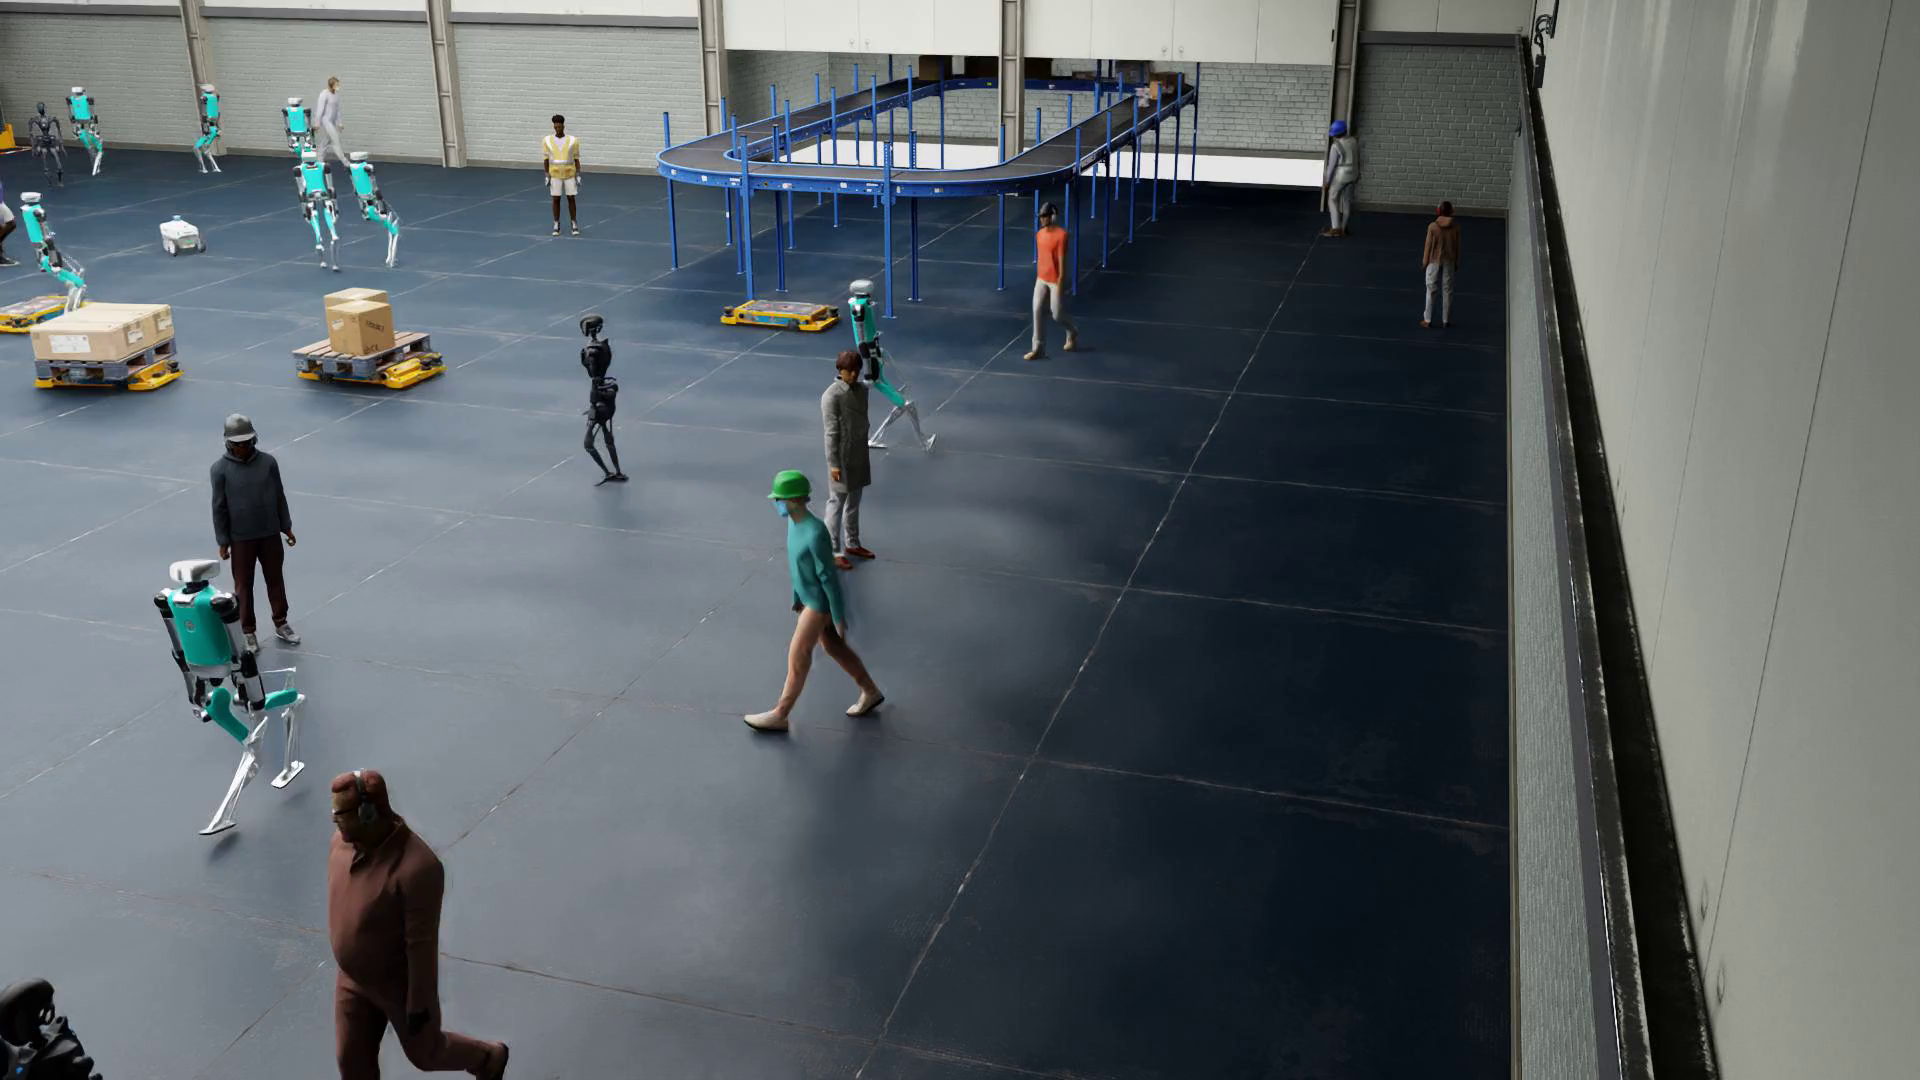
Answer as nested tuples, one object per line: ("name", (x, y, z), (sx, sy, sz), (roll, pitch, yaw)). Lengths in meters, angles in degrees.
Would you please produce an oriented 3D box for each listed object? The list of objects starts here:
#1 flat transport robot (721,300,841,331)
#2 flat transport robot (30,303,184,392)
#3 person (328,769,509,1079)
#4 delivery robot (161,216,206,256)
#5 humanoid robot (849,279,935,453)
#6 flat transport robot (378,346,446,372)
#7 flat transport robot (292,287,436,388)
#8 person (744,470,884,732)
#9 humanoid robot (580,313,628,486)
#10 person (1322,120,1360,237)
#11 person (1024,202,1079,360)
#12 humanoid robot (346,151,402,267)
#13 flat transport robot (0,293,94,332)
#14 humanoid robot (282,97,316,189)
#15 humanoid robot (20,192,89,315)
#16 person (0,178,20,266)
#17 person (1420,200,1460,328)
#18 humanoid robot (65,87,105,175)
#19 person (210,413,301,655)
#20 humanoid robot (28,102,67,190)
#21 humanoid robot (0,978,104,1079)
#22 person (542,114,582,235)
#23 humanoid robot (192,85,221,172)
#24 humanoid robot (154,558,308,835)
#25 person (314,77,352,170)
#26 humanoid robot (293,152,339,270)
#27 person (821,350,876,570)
("flat transport robot", (-2.348, -2.950, 21.829), (1.431, 0.231, 0.659), (7, 22, 18))
("flat transport robot", (-9.788, -1.916, 19.147), (1.431, 0.231, 0.659), (2, 21, 5))
("person", (-2.445, 1.843, 7.182), (0.654, 1.865, 0.883), (12, 24, 28))
("delivery robot", (-12.300, -4.800, 26.248), (0.801, 0.608, 0.499), (20, 29, 41))
("humanoid robot", (-0.623, -1.701, 16.597), (0.937, 1.792, 0.557), (2, 21, 4))
("flat transport robot", (-6.737, -2.181, 19.834), (0.659, 0.231, 1.431), (-17, 27, -37))
("flat transport robot", (-6.897, -1.992, 19.346), (1.431, 0.231, 0.659), (7, 22, 17))
("person", (-0.943, 0.400, 11.004), (0.982, 1.808, 0.588), (-7, 22, -18))
("humanoid robot", (-3.373, -1.327, 15.651), (0.377, 1.647, 0.589), (-2, 21, -5))
("person", (6.284, -5.923, 27.301), (0.712, 1.895, 0.381), (-11, 24, -27))
("person", (1.120, -3.136, 20.068), (0.486, 1.886, 0.762), (17, 27, 37))
("humanoid robot", (-8.738, -4.991, 25.118), (0.557, 1.789, 0.800), (13, 25, 31))
("flat transport robot", (-12.165, -2.990, 21.934), (0.659, 0.231, 1.431), (4, 21, 10))
("humanoid robot", (-12.472, -7.542, 31.693), (0.542, 1.788, 0.699), (0, 21, 0))
("humanoid robot", (-11.636, -3.641, 21.540), (0.539, 1.770, 0.697), (17, 27, 37))
("person", (-14.555, -5.085, 25.050), (0.426, 1.938, 0.620), (-1, 21, -2))
("person", (6.207, -3.559, 21.482), (0.458, 1.649, 0.322), (1, 21, 2))
("humanoid robot", (-17.560, -8.228, 33.621), (0.541, 1.870, 0.789), (-1, 21, -3))
("person", (-5.167, -0.061, 12.188), (0.541, 1.811, 0.371), (-16, 26, -35))
("humanoid robot", (-17.393, -7.512, 31.699), (0.601, 1.641, 0.372), (-13, 25, -30))
("humanoid robot", (-3.291, 2.310, 6.242), (0.590, 1.641, 0.412), (6, 22, 16))
("person", (-6.565, -6.036, 27.475), (0.601, 1.966, 0.370), (-4, 22, -11))
("humanoid robot", (-15.364, -8.331, 33.744), (0.823, 1.759, 0.545), (4, 21, 10))
("humanoid robot", (-4.290, 0.860, 9.956), (0.560, 1.748, 1.063), (6, 22, 16))
("person", (-12.869, -8.509, 34.036), (1.016, 1.864, 0.665), (1, 21, 3))
("humanoid robot", (-9.499, -4.840, 24.720), (0.556, 1.783, 0.881), (-9, 23, -23))
("person", (-0.917, -0.676, 13.769), (0.370, 1.828, 0.503), (16, 26, 35))
